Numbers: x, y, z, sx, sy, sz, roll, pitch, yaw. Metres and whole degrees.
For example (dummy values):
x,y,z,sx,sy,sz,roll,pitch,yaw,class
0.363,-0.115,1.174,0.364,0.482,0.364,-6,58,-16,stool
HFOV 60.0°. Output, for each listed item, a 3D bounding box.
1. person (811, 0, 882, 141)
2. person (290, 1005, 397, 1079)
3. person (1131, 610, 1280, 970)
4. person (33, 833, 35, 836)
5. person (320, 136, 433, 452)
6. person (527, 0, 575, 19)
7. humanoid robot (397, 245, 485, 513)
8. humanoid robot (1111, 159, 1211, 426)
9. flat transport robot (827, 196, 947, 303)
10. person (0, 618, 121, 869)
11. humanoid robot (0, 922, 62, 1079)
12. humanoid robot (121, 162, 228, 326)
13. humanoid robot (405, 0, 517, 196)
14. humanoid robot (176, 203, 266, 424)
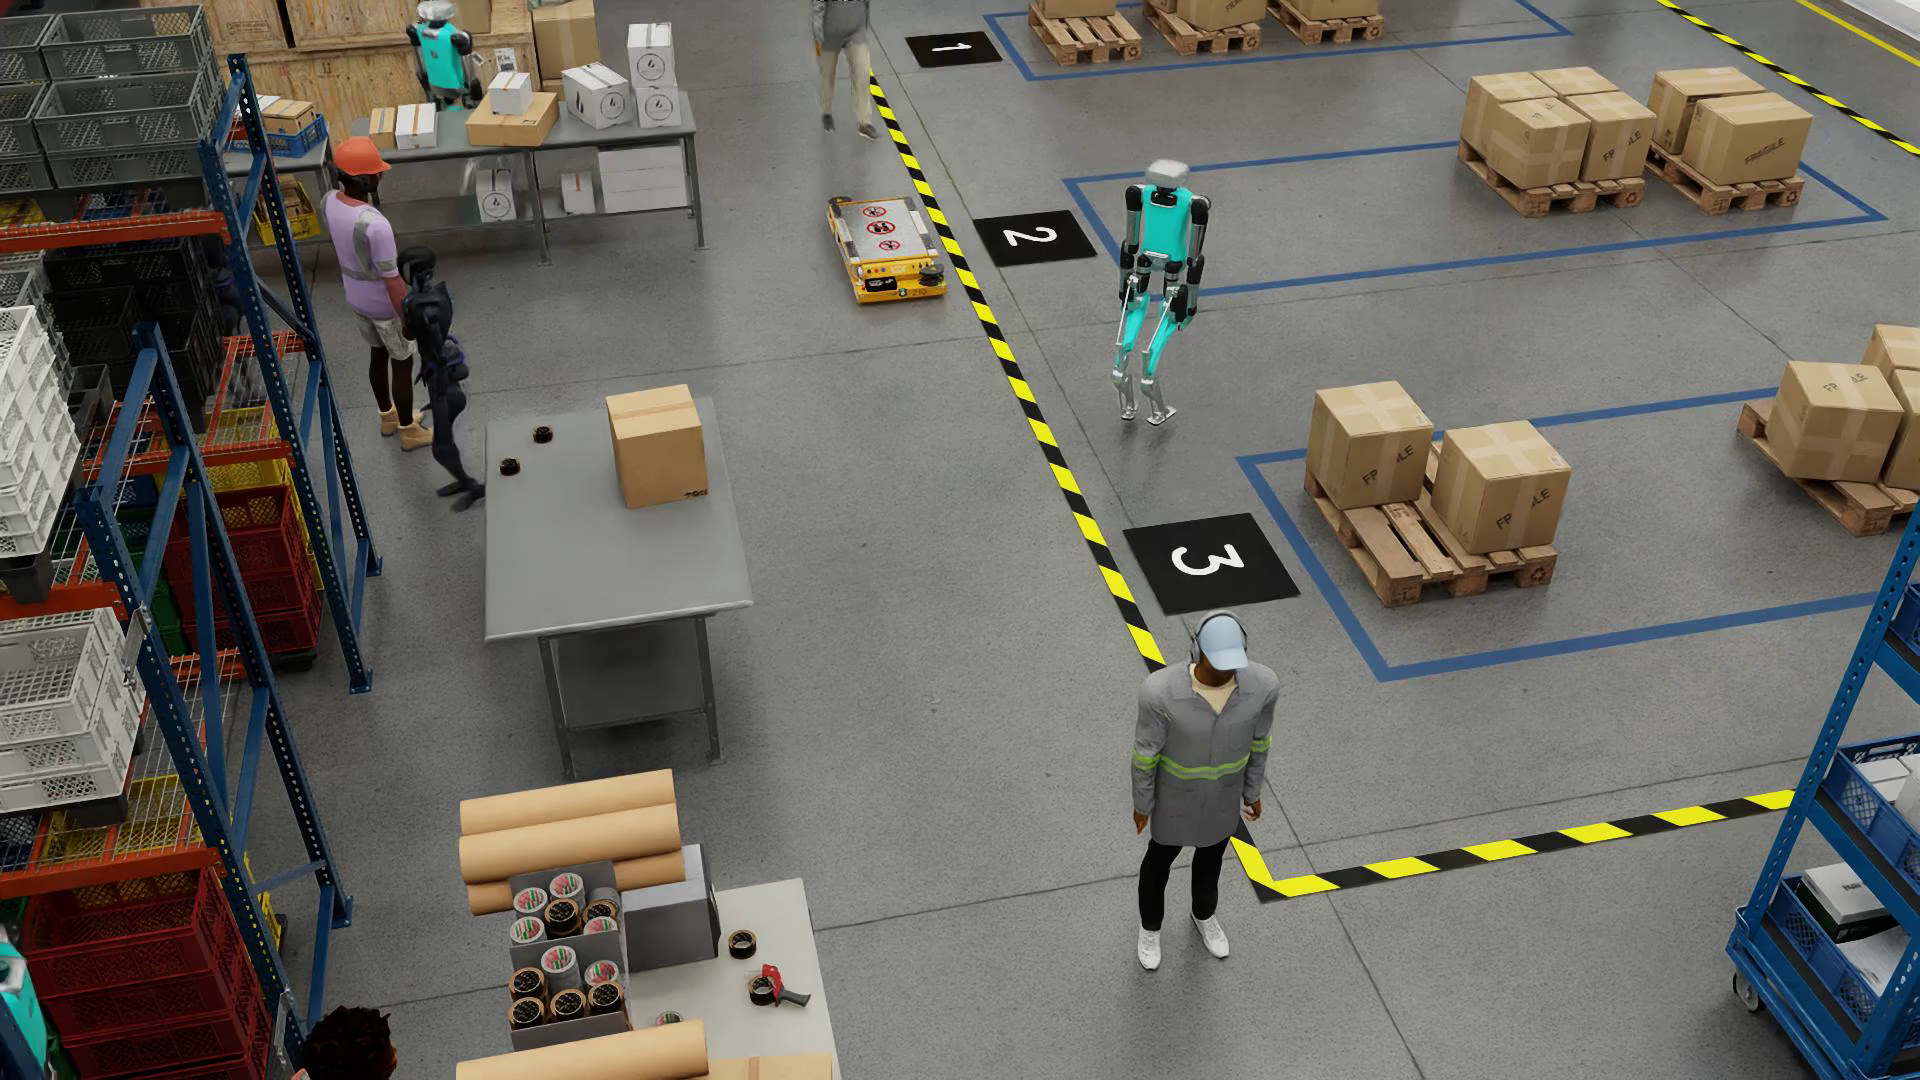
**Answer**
x,y,z,sx,sy,sz,roll,pitch,yaw,class
-0.969,-4.226,13.995,0.601,1.726,0.779,-16,40,-21,person
-1.767,2.157,5.233,0.612,1.963,0.362,24,43,29,person
0.983,1.035,6.837,0.589,1.852,0.365,-7,37,-9,person
-4.505,0.777,7.209,0.404,1.824,0.601,10,38,14,person
-3.482,-1.464,10.052,0.610,2.030,0.402,27,45,32,person
-3.449,-4.561,14.294,0.415,1.932,0.613,22,42,27,person
-3.023,-0.946,9.637,0.334,1.648,0.594,-17,40,-21,humanoid robot
1.136,-1.429,10.134,0.533,1.675,0.735,17,40,22,humanoid robot
-0.570,-2.220,12.538,0.659,0.231,1.431,-8,37,-10,flat transport robot
-4.143,0.780,7.189,0.632,1.841,0.429,-16,39,-20,person
-3.332,1.979,5.651,0.953,1.738,0.535,-10,38,-13,humanoid robot
-5.056,-1.898,10.921,0.455,1.638,0.601,26,44,31,humanoid robot
-3.751,-3.349,12.906,0.546,1.844,0.840,14,39,18,humanoid robot
-4.654,-1.510,10.421,0.368,1.658,0.615,-4,37,-6,humanoid robot
